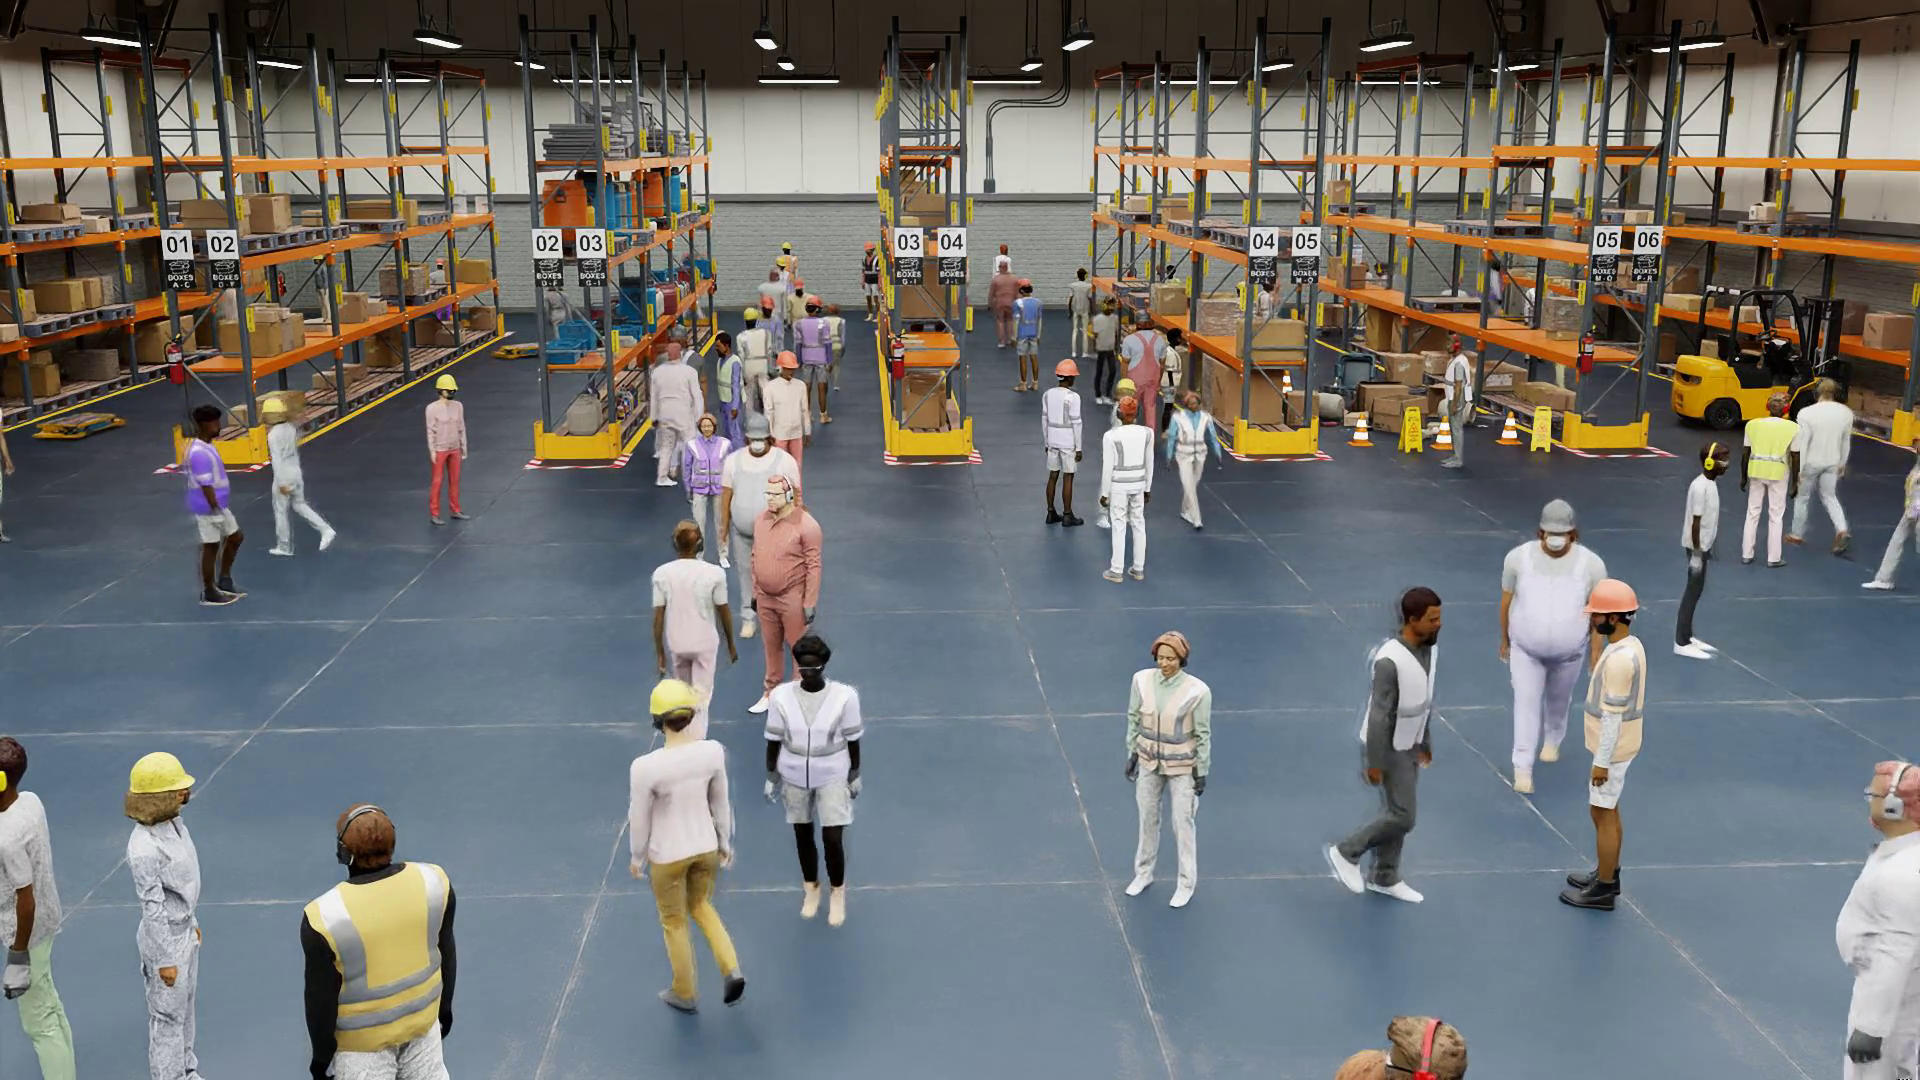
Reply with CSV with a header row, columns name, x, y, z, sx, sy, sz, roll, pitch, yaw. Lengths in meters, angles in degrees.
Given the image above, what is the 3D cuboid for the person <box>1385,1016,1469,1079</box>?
name,x,y,z,sx,sy,sz,roll,pitch,yaw
person,1.427,2.298,4.980,0.387,1.836,0.574,5,14,19

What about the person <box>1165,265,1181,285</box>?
name,x,y,z,sx,sy,sz,roll,pitch,yaw
person,4.792,-5.432,38.011,0.536,1.699,0.318,11,17,40

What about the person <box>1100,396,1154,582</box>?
name,x,y,z,sx,sy,sz,roll,pitch,yaw
person,1.678,-0.511,16.772,0.576,1.882,0.355,-6,14,-23

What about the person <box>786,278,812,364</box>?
name,x,y,z,sx,sy,sz,roll,pitch,yaw
person,-3.237,-4.449,33.776,0.570,1.725,0.745,-2,13,-8

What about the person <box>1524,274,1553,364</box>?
name,x,y,z,sx,sy,sz,roll,pitch,yaw
person,11.715,-4.471,33.676,0.589,1.822,0.403,-1,13,-4

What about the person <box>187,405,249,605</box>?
name,x,y,z,sx,sy,sz,roll,pitch,yaw
person,-7.054,-0.330,15.857,0.549,1.948,0.653,-4,14,-17

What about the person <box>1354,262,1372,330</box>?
name,x,y,z,sx,sy,sz,roll,pitch,yaw
person,9.685,-5.864,39.980,0.498,1.634,0.279,-9,16,-34

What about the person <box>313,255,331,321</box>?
name,x,y,z,sx,sy,sz,roll,pitch,yaw
person,-15.862,-6.240,41.293,0.522,1.768,0.312,13,18,43

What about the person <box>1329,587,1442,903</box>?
name,x,y,z,sx,sy,sz,roll,pitch,yaw
person,2.505,1.179,9.558,0.466,1.905,0.607,9,16,35

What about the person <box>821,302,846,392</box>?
name,x,y,z,sx,sy,sz,roll,pitch,yaw
person,-2.294,-3.440,29.753,0.523,1.618,0.679,0,13,0

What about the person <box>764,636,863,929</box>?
name,x,y,z,sx,sy,sz,roll,pitch,yaw
person,-0.833,1.354,9.294,0.549,1.676,0.486,2,13,7

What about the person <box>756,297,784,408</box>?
name,x,y,z,sx,sy,sz,roll,pitch,yaw
person,-3.187,-3.097,27.707,0.567,1.884,0.995,-7,15,-28

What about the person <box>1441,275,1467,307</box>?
name,x,y,z,sx,sy,sz,roll,pitch,yaw
person,10.285,-4.676,34.747,0.572,1.726,0.733,-1,13,-4

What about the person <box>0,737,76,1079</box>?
name,x,y,z,sx,sy,sz,roll,pitch,yaw
person,-4.099,1.741,7.258,0.329,1.872,0.507,-6,15,-24

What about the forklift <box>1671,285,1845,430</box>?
name,x,y,z,sx,sy,sz,roll,pitch,yaw
forklift,12.503,-2.886,26.166,2.313,2.155,1.214,-1,13,-3

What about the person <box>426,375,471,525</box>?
name,x,y,z,sx,sy,sz,roll,pitch,yaw
person,-5.958,-1.054,19.361,0.375,1.756,0.536,9,16,35

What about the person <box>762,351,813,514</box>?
name,x,y,z,sx,sy,sz,roll,pitch,yaw
person,-2.033,-1.251,19.678,0.629,1.986,0.396,-10,17,-37

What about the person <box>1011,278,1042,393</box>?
name,x,y,z,sx,sy,sz,roll,pitch,yaw
person,1.172,-3.660,29.795,0.609,2.030,0.410,-8,15,-30

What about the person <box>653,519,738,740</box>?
name,x,y,z,sx,sy,sz,roll,pitch,yaw
person,-1.827,0.738,11.610,0.519,1.823,0.654,2,13,10

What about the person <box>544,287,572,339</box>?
name,x,y,z,sx,sy,sz,roll,pitch,yaw
person,-8.280,-4.555,34.325,0.502,1.686,0.841,-7,15,-26

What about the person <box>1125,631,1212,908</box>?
name,x,y,z,sx,sy,sz,roll,pitch,yaw
person,1.204,1.311,9.601,0.521,1.632,0.314,9,16,34

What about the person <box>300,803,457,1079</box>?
name,x,y,z,sx,sy,sz,roll,pitch,yaw
person,-2.287,1.915,6.583,0.429,1.844,0.622,12,18,42

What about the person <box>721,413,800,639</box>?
name,x,y,z,sx,sy,sz,roll,pitch,yaw
person,-1.792,-0.134,14.834,0.700,2.000,0.535,2,13,10

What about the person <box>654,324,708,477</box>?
name,x,y,z,sx,sy,sz,roll,pitch,yaw
person,-3.690,-1.856,22.129,0.682,2.000,0.538,-1,13,-4

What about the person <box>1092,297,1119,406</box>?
name,x,y,z,sx,sy,sz,roll,pitch,yaw
person,2.499,-3.195,28.248,0.599,1.836,0.739,-5,14,-20

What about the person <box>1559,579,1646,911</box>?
name,x,y,z,sx,sy,sz,roll,pitch,yaw
person,3.709,1.170,9.571,0.386,1.924,0.548,6,15,24

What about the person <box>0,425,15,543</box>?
name,x,y,z,sx,sy,sz,roll,pitch,yaw
person,-10.781,-0.850,18.354,0.430,1.817,0.610,3,14,12

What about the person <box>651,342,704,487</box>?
name,x,y,z,sx,sy,sz,roll,pitch,yaw
person,-3.612,-1.583,21.308,0.715,1.890,0.407,5,14,19

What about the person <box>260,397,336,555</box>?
name,x,y,z,sx,sy,sz,roll,pitch,yaw
person,-7.123,-0.676,17.799,0.656,1.720,0.497,3,14,12

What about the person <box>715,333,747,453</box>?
name,x,y,z,sx,sy,sz,roll,pitch,yaw
person,-3.078,-1.832,22.327,0.394,1.909,0.593,-8,15,-30

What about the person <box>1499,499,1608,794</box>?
name,x,y,z,sx,sy,sz,roll,pitch,yaw
person,4.092,0.649,11.518,0.690,2.000,1.003,4,14,18

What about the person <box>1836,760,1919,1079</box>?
name,x,y,z,sx,sy,sz,roll,pitch,yaw
person,3.770,1.834,6.846,0.458,1.894,0.707,11,17,38
